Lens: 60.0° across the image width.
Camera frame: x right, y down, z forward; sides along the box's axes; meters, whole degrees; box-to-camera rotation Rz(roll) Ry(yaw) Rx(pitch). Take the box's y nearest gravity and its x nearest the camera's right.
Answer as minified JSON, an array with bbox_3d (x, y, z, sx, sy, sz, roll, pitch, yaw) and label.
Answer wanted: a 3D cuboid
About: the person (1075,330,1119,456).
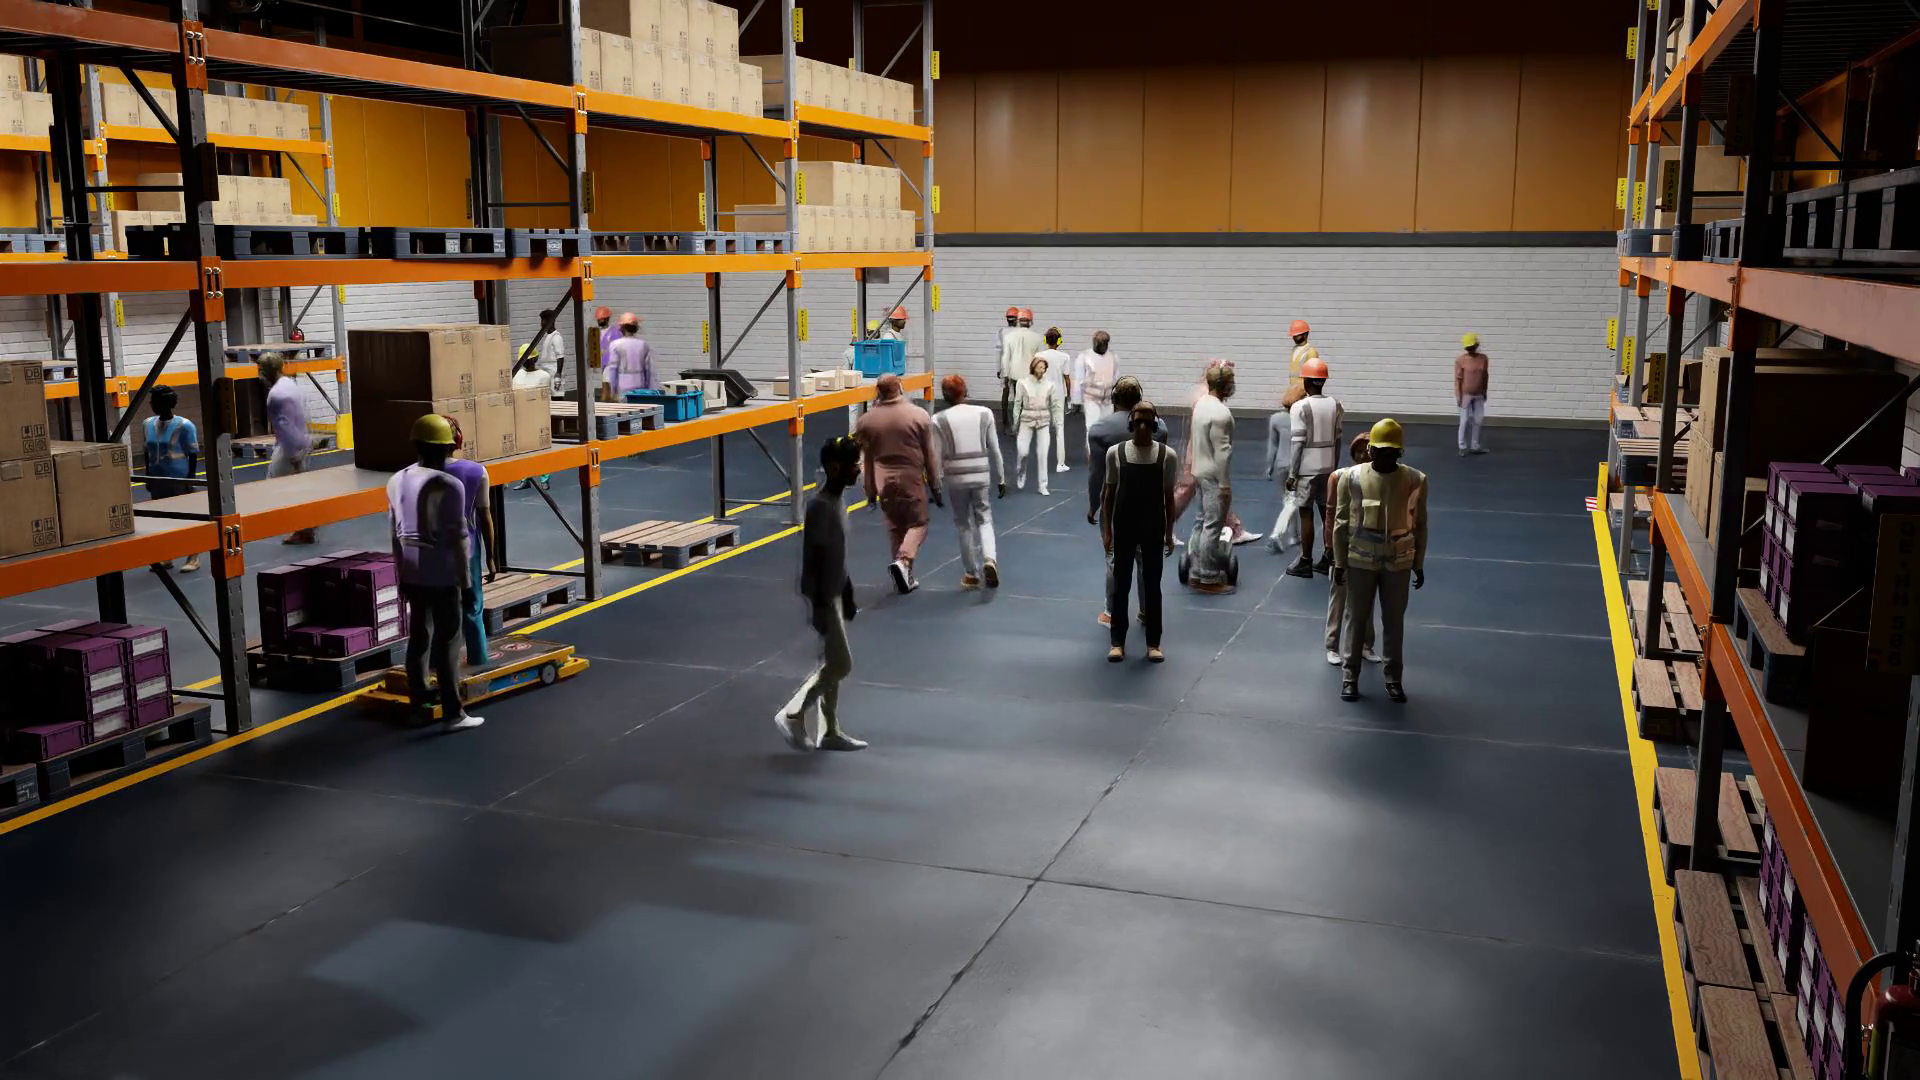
[{"bbox_3d":[1.791,-1.852,21.882,0.642,1.822,0.684,-4,11,-22],"label":"person"}]

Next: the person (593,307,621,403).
[{"bbox_3d":[-5.947,-2.932,27.779,0.574,1.878,1.005,8,13,38],"label":"person"}]

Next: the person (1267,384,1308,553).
[{"bbox_3d":[3.167,-0.693,15.960,0.511,1.605,0.792,8,13,40],"label":"person"}]

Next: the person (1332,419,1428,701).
[{"bbox_3d":[2.694,0.131,10.677,0.599,1.829,0.404,1,10,6],"label":"person"}]

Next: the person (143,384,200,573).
[{"bbox_3d":[-7.053,-0.550,14.877,0.534,1.698,0.322,2,10,13],"label":"person"}]

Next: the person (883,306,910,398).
[{"bbox_3d":[-0.910,-2.387,24.256,0.375,2.043,0.611,2,10,11],"label":"person"}]

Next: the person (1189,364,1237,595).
[{"bbox_3d":[2.130,-0.513,13.997,0.355,1.936,0.635,-2,10,-9],"label":"person"}]

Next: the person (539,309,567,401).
[{"bbox_3d":[-6.128,-2.499,25.108,0.368,1.963,0.609,-5,11,-25],"label":"person"}]

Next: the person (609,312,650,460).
[{"bbox_3d":[-4.480,-2.082,22.593,0.625,2.021,0.482,-9,14,-43],"label":"person"}]

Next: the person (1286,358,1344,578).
[{"bbox_3d":[3.104,-0.632,14.665,0.547,1.939,0.376,-5,11,-26],"label":"person"}]

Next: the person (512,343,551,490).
[{"bbox_3d":[-5.116,-1.461,19.830,0.523,1.766,0.315,3,10,15],"label":"person"}]

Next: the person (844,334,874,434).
[{"bbox_3d":[-1.451,-2.247,24.316,0.487,1.744,0.294,1,10,3],"label":"person"}]

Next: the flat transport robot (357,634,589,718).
[{"bbox_3d":[-3.163,0.869,10.910,0.652,0.197,1.431,5,11,28],"label":"flat transport robot"}]

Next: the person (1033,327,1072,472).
[{"bbox_3d":[1.195,-1.805,21.481,0.526,1.866,0.324,3,10,15],"label":"person"}]

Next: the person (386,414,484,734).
[{"bbox_3d":[-3.167,0.200,10.029,0.588,1.920,0.380,6,12,29],"label":"person"}]

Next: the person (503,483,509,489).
[{"bbox_3d":[-5.691,-1.381,19.658,0.534,1.662,0.721,4,11,24],"label":"person"}]

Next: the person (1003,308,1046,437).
[{"bbox_3d":[1.010,-2.494,25.039,0.654,1.967,0.678,3,11,17],"label":"person"}]

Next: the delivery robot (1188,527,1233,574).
[{"bbox_3d":[2.196,0.034,14.550,0.477,0.478,0.707,2,10,13],"label":"delivery robot"}]

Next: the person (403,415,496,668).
[{"bbox_3d":[-3.270,0.125,10.659,0.564,1.848,0.388,-2,10,-9],"label":"person"}]

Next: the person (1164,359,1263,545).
[{"bbox_3d":[2.387,-0.834,16.126,1.029,1.860,0.689,3,10,14],"label":"person"}]

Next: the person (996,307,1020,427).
[{"bbox_3d":[0.849,-2.778,26.783,0.543,1.928,0.372,3,10,15],"label":"person"}]

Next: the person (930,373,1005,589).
[{"bbox_3d":[0.079,-0.470,13.982,0.661,1.857,0.566,-3,10,-16],"label":"person"}]

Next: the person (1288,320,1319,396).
[{"bbox_3d":[4.569,-2.000,22.400,0.379,1.929,0.542,-4,11,-21],"label":"person"}]

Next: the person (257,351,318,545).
[{"bbox_3d":[-6.526,-0.877,16.142,0.468,1.910,0.634,-3,10,-14],"label":"person"}]

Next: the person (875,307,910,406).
[{"bbox_3d":[-1.250,-3.007,28.264,0.933,1.862,0.642,-1,10,-8],"label":"person"}]

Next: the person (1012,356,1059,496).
[{"bbox_3d":[0.885,-1.343,19.529,0.565,1.627,0.465,-2,10,-8],"label":"person"}]

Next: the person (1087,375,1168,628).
[{"bbox_3d":[1.270,-0.285,12.713,0.627,1.940,0.375,-2,10,-10],"label":"person"}]

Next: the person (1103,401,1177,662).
[{"bbox_3d":[1.263,-0.057,11.692,0.508,1.847,0.345,1,10,4],"label":"person"}]

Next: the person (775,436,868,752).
[{"bbox_3d":[-0.767,0.326,9.520,0.445,1.851,0.541,0,10,2],"label":"person"}]

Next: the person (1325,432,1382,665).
[{"bbox_3d":[2.791,0.059,11.626,0.515,1.636,0.315,-2,10,-10],"label":"person"}]

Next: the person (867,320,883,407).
[{"bbox_3d":[-1.354,-2.519,25.787,0.328,1.765,0.528,-4,11,-21],"label":"person"}]

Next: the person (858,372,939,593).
[{"bbox_3d":[-0.525,-0.458,13.860,0.669,1.874,0.629,3,11,18],"label":"person"}]

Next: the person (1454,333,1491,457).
[{"bbox_3d":[7.099,-2.006,23.015,0.645,1.720,0.440,-3,11,-17],"label":"person"}]
